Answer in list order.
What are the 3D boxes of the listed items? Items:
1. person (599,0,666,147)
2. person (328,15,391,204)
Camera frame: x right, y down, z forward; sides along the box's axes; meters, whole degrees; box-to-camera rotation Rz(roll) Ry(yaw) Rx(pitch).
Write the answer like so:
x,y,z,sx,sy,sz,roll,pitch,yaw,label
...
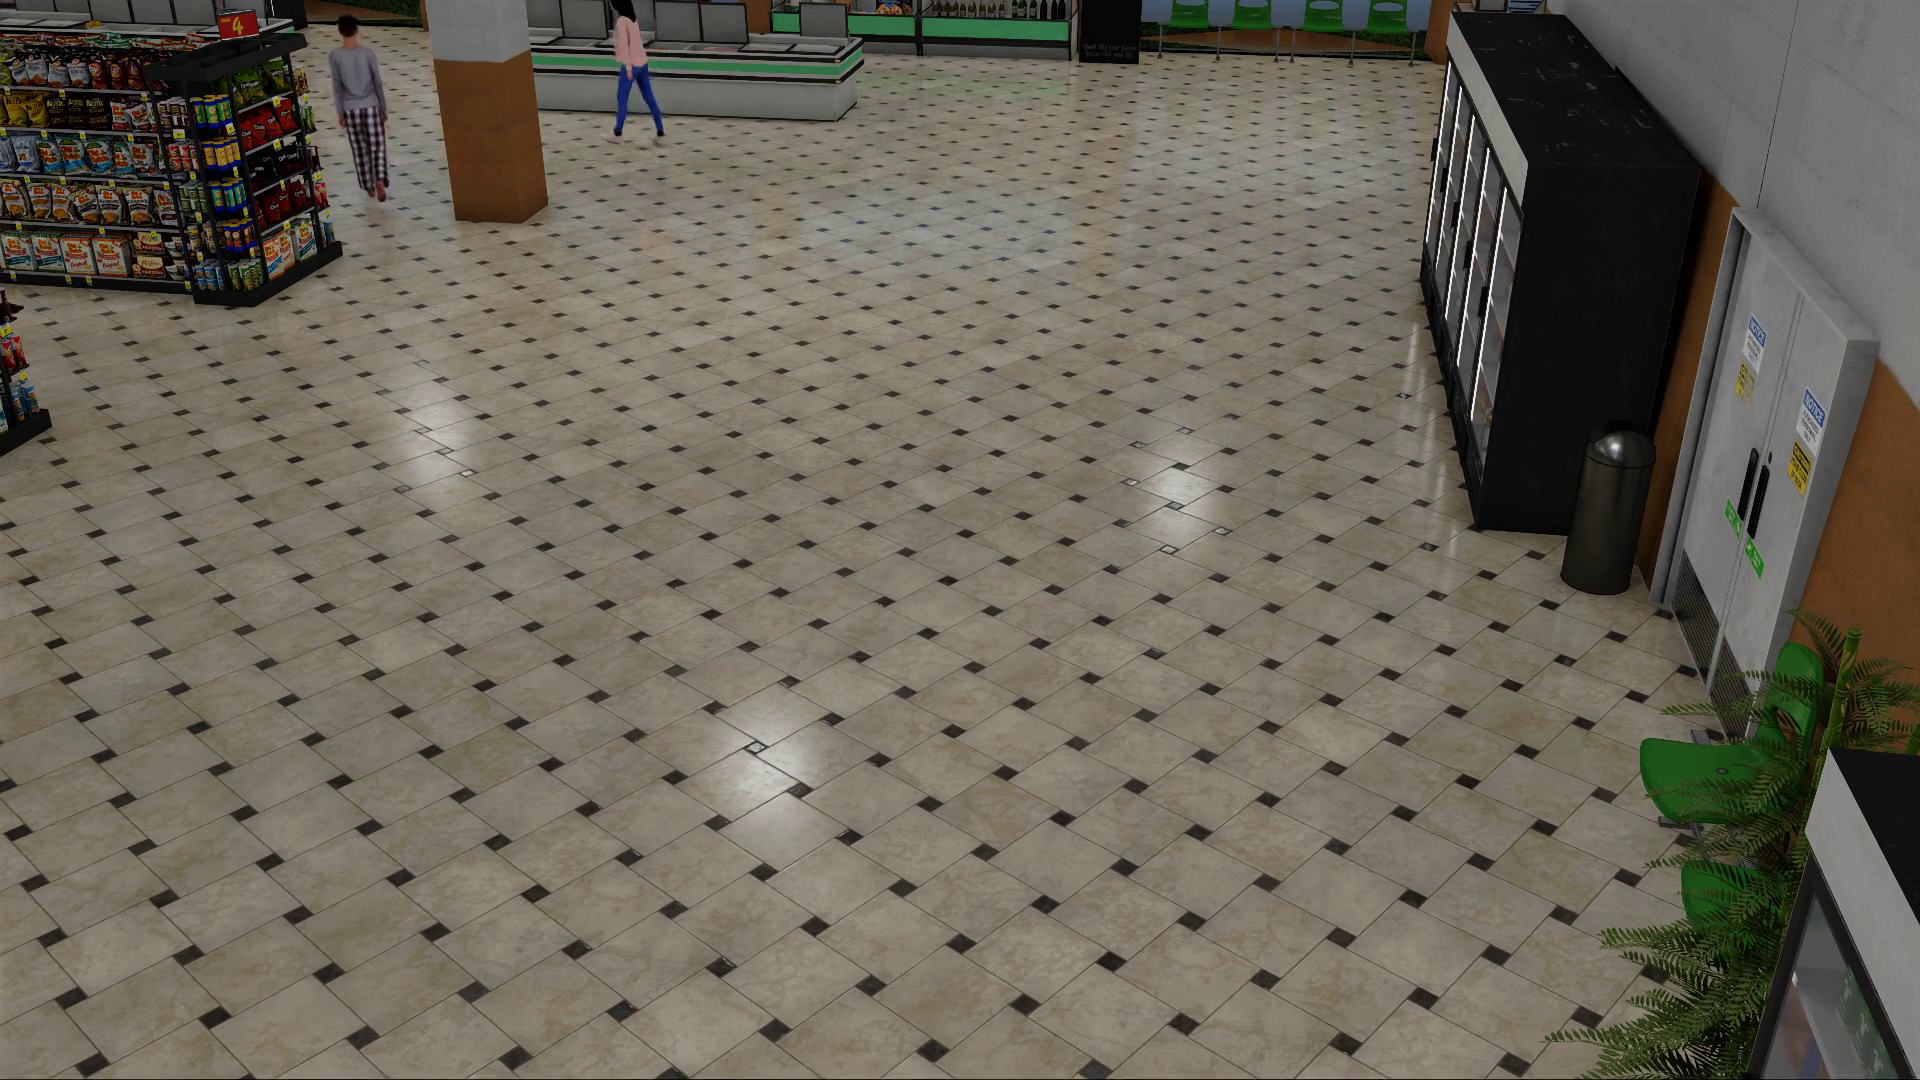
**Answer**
x,y,z,sx,sy,sz,roll,pitch,yaw,label
-3.628,-5.308,18.799,1.031,1.723,0.752,9,28,18,person
-5.985,-4.275,16.650,1.086,1.824,1.023,-9,28,-18,person
